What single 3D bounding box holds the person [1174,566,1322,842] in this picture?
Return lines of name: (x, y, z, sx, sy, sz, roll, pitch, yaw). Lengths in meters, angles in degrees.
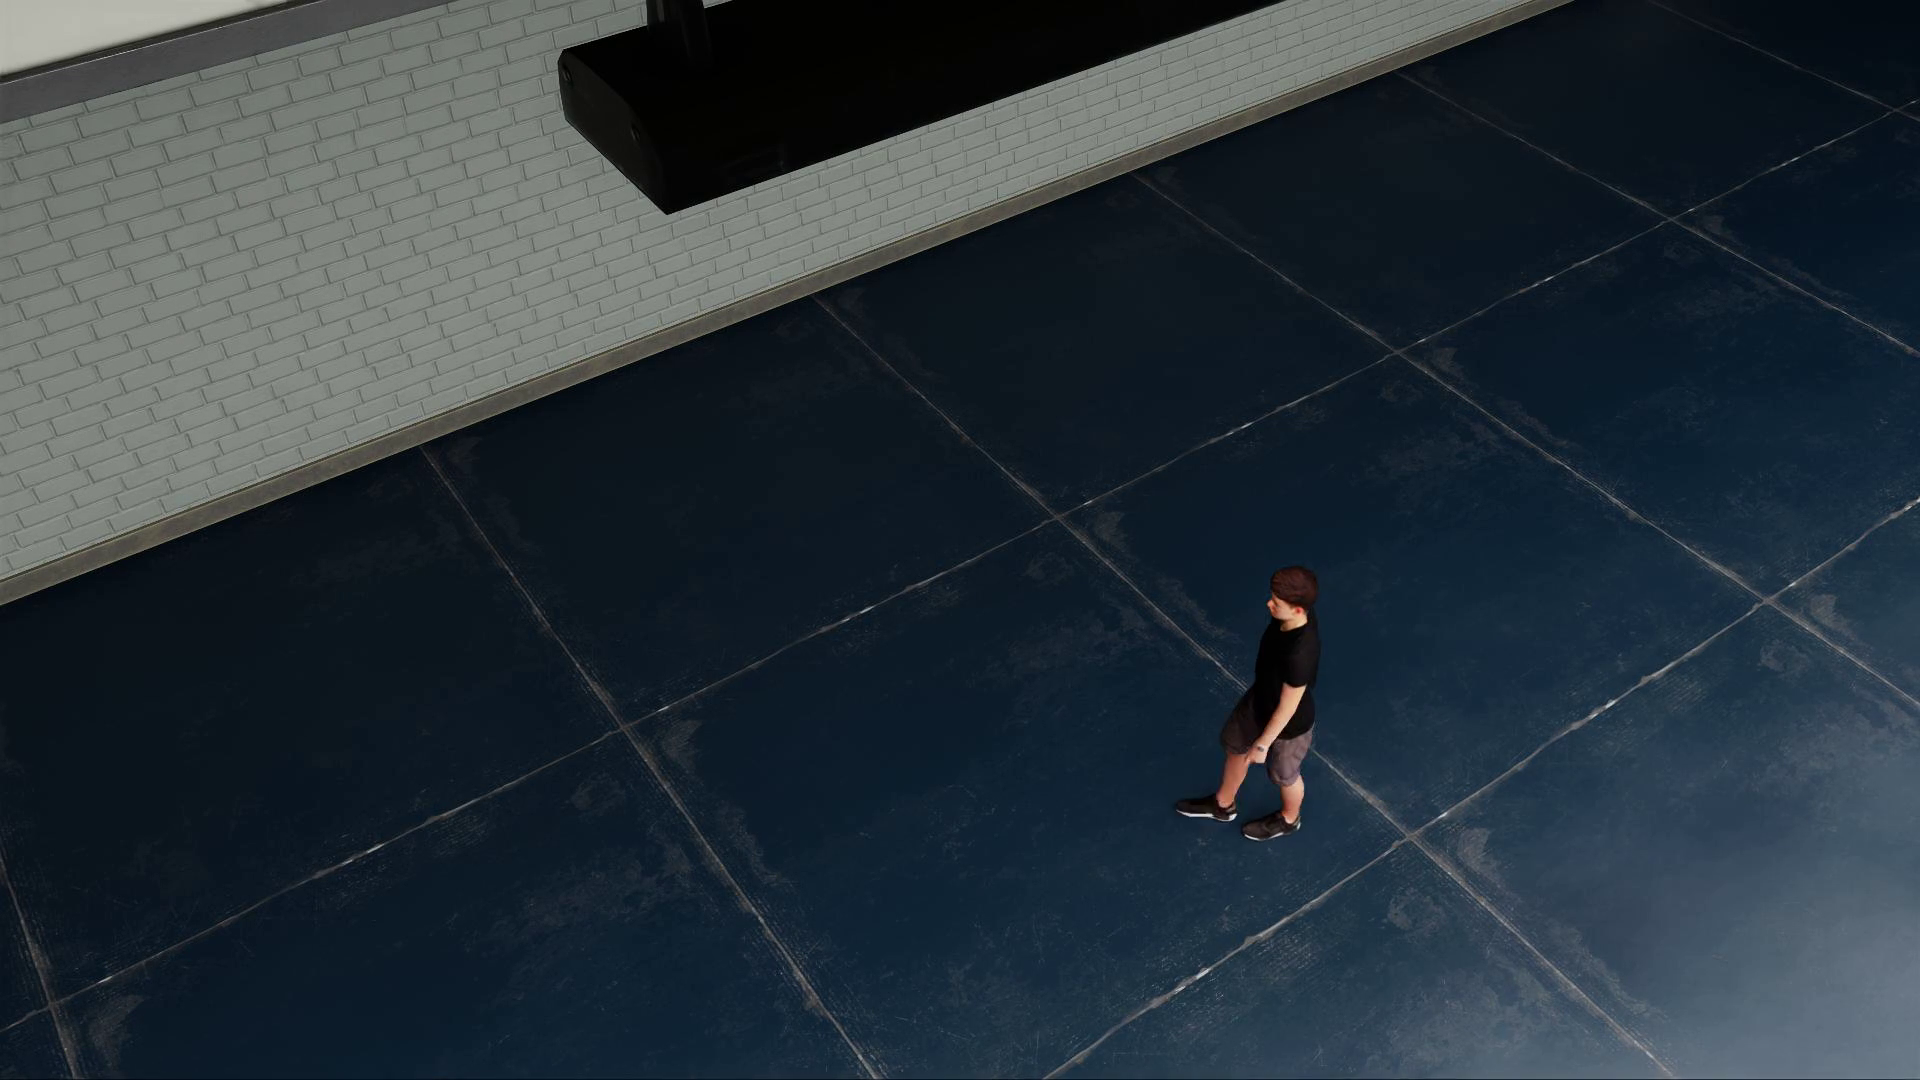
person: (1.638, 0.811, 8.021, 0.987, 1.844, 0.968, -3, 43, -3)
